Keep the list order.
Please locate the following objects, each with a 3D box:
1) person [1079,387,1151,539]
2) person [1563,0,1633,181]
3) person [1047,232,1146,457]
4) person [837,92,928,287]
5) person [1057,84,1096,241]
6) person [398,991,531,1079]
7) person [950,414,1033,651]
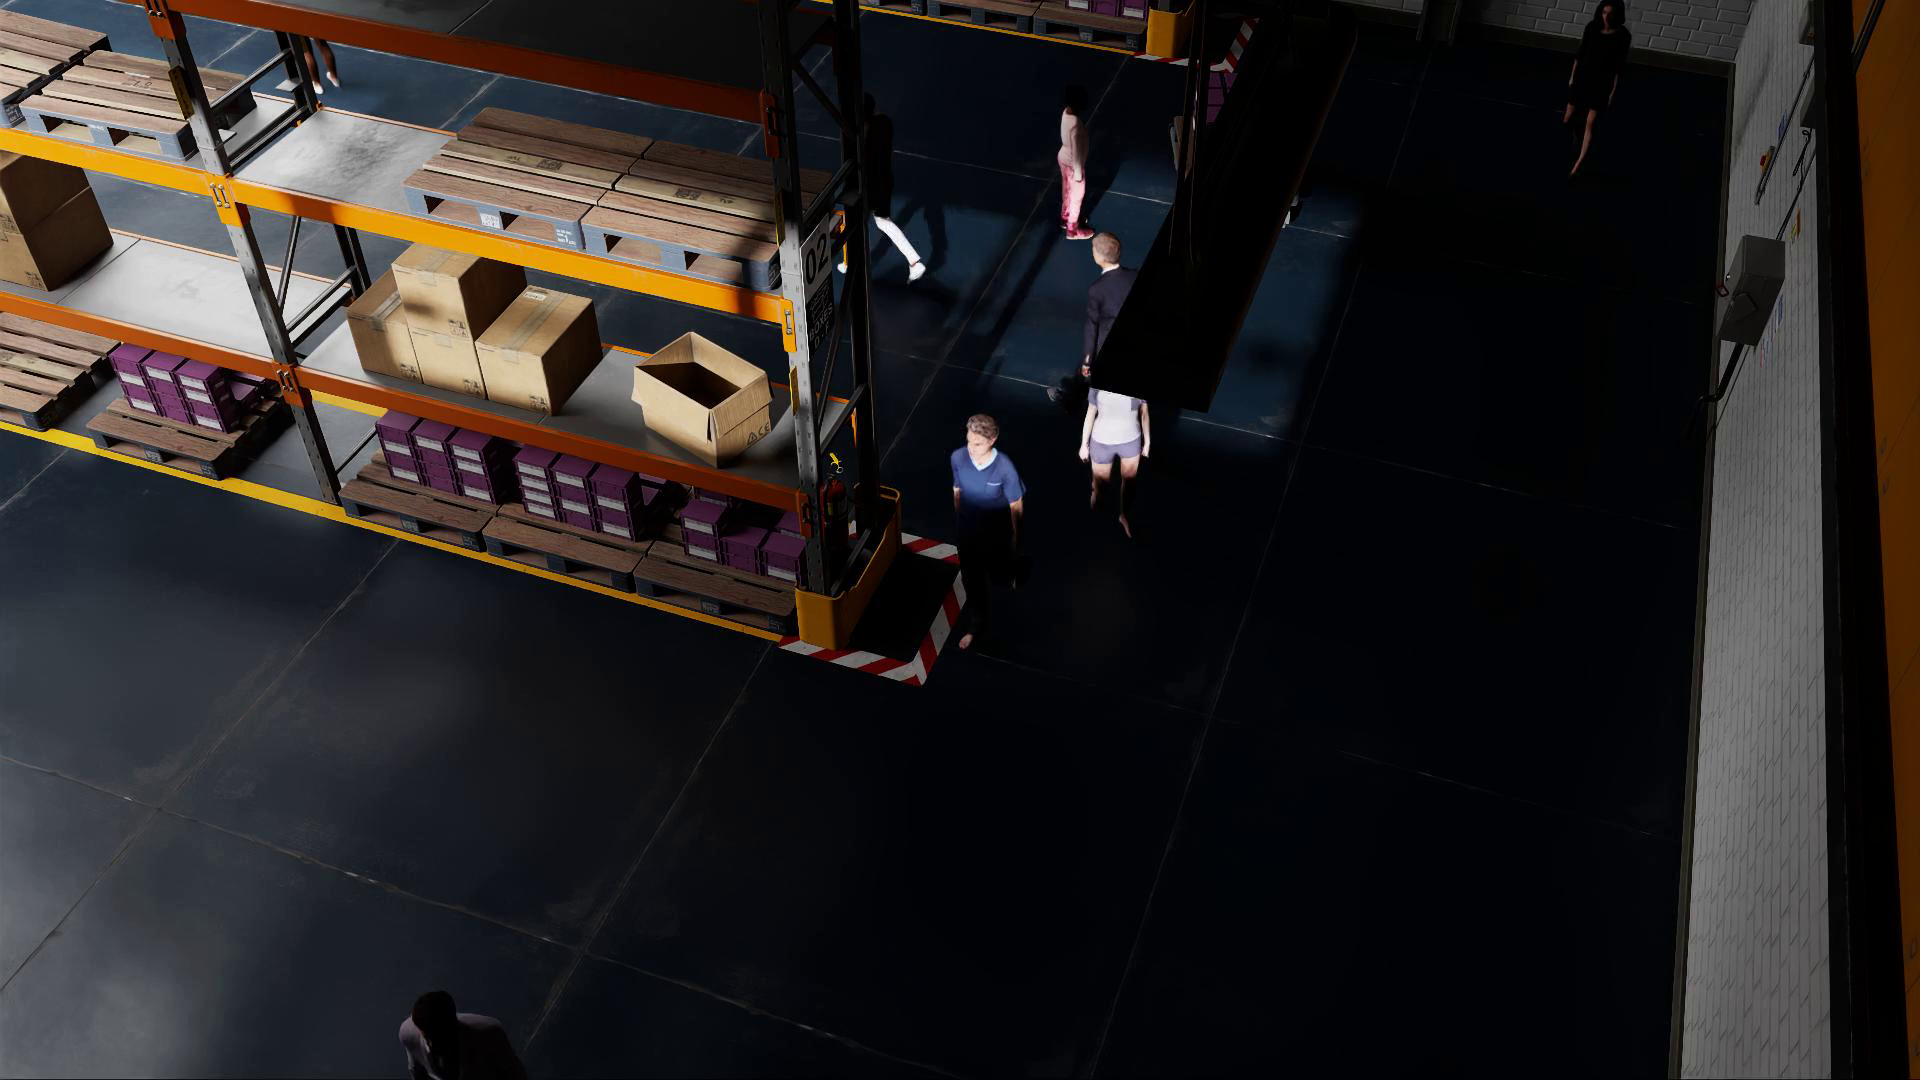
[{"bbox_3d":[1.066,-0.752,11.706,0.786,1.749,0.863,-9,44,-9],"label":"person"},{"bbox_3d":[5.859,-4.190,15.289,0.807,1.785,0.819,26,49,25],"label":"person"},{"bbox_3d":[1.175,-1.404,12.383,1.243,1.758,1.331,-17,46,-17],"label":"person"},{"bbox_3d":[-0.657,-2.909,13.939,1.153,1.792,0.875,24,48,23],"label":"person"},{"bbox_3d":[0.958,-3.347,14.650,0.706,1.446,0.680,-7,44,-7],"label":"person"},{"bbox_3d":[-2.336,2.606,8.125,0.898,1.826,0.922,5,44,5],"label":"person"},{"bbox_3d":[0.204,-0.122,10.976,1.017,1.843,0.849,22,48,21],"label":"person"}]
